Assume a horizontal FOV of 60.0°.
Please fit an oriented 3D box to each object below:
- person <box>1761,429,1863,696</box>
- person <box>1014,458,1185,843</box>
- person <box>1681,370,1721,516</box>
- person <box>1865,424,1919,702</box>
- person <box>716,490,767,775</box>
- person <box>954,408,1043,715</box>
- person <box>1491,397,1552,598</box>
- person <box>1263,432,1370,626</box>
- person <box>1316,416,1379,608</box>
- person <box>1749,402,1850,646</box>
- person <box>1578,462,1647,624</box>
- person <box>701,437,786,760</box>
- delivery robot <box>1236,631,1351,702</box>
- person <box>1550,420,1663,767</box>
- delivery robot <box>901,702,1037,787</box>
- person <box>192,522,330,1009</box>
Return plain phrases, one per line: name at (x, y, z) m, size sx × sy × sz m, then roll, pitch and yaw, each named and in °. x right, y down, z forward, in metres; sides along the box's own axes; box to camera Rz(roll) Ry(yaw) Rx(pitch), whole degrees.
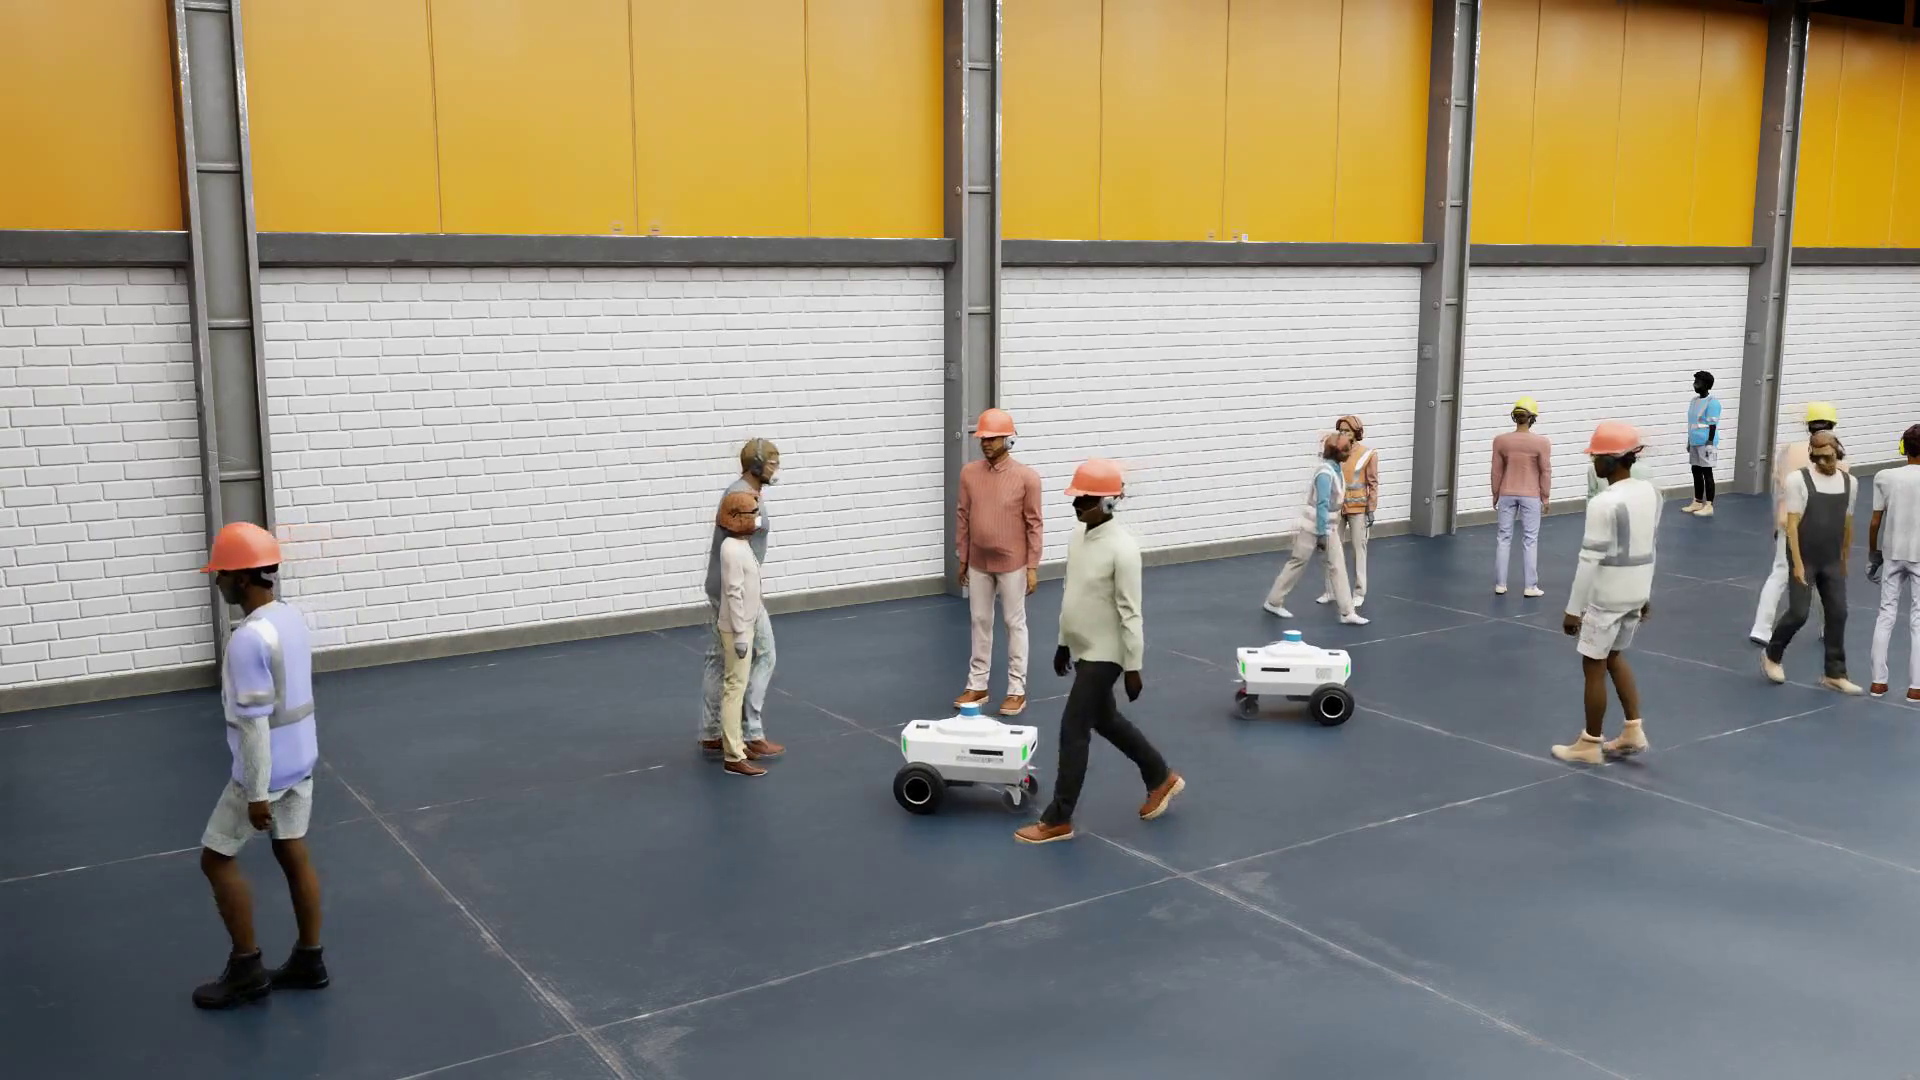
person at (5.829, 0.134, 11.352) m, size 0.553 × 1.813 × 0.544 m, roll -1°, pitch 9°, yaw -6°
person at (0.752, 0.546, 8.485) m, size 0.964 × 1.964 × 0.622 m, roll -3°, pitch 10°, yaw -19°
person at (8.627, -1.124, 19.341) m, size 0.321 × 1.690 × 0.536 m, roll -1°, pitch 9°, yaw -6°
person at (6.356, 0.149, 11.144) m, size 0.329 × 1.865 × 0.516 m, roll -9°, pitch 13°, yaw -43°
person at (-1.252, 0.524, 9.572) m, size 0.279 × 1.634 × 0.498 m, roll 0°, pitch 9°, yaw -3°
person at (0.240, 0.139, 10.802) m, size 0.613 × 1.995 × 0.391 m, roll 6°, pitch 11°, yaw 31°
person at (4.927, -0.374, 14.612) m, size 0.522 × 1.761 × 0.322 m, roll 7°, pitch 11°, yaw 34°
person at (2.897, -0.102, 13.521) m, size 0.886 × 1.576 × 0.514 m, roll 6°, pitch 11°, yaw 32°
person at (3.309, -0.247, 14.203) m, size 0.525 × 1.639 × 0.307 m, roll 7°, pitch 12°, yaw 37°
person at (6.462, -0.106, 12.696) m, size 1.018 × 1.870 × 0.629 m, roll -6°, pitch 11°, yaw -33°
person at (5.295, -0.102, 13.494) m, size 0.499 × 1.587 × 0.839 m, roll 7°, pitch 12°, yaw 37°
person at (-1.269, 0.346, 9.844) m, size 0.633 × 1.901 × 0.637 m, roll -2°, pitch 10°, yaw -11°
delivery robot at (2.139, 0.828, 10.705) m, size 0.707 × 0.478 × 0.477 m, roll 1°, pitch 10°, yaw 6°
person at (3.736, 0.318, 9.607) m, size 0.655 × 2.034 × 0.451 m, roll -7°, pitch 12°, yaw -36°
delivery robot at (0.054, 1.118, 8.954) m, size 0.707 × 0.478 × 0.477 m, roll 2°, pitch 10°, yaw 12°
person at (-2.826, 0.882, 6.564) m, size 0.599 × 1.921 × 0.562 m, roll 0°, pitch 9°, yaw 3°
